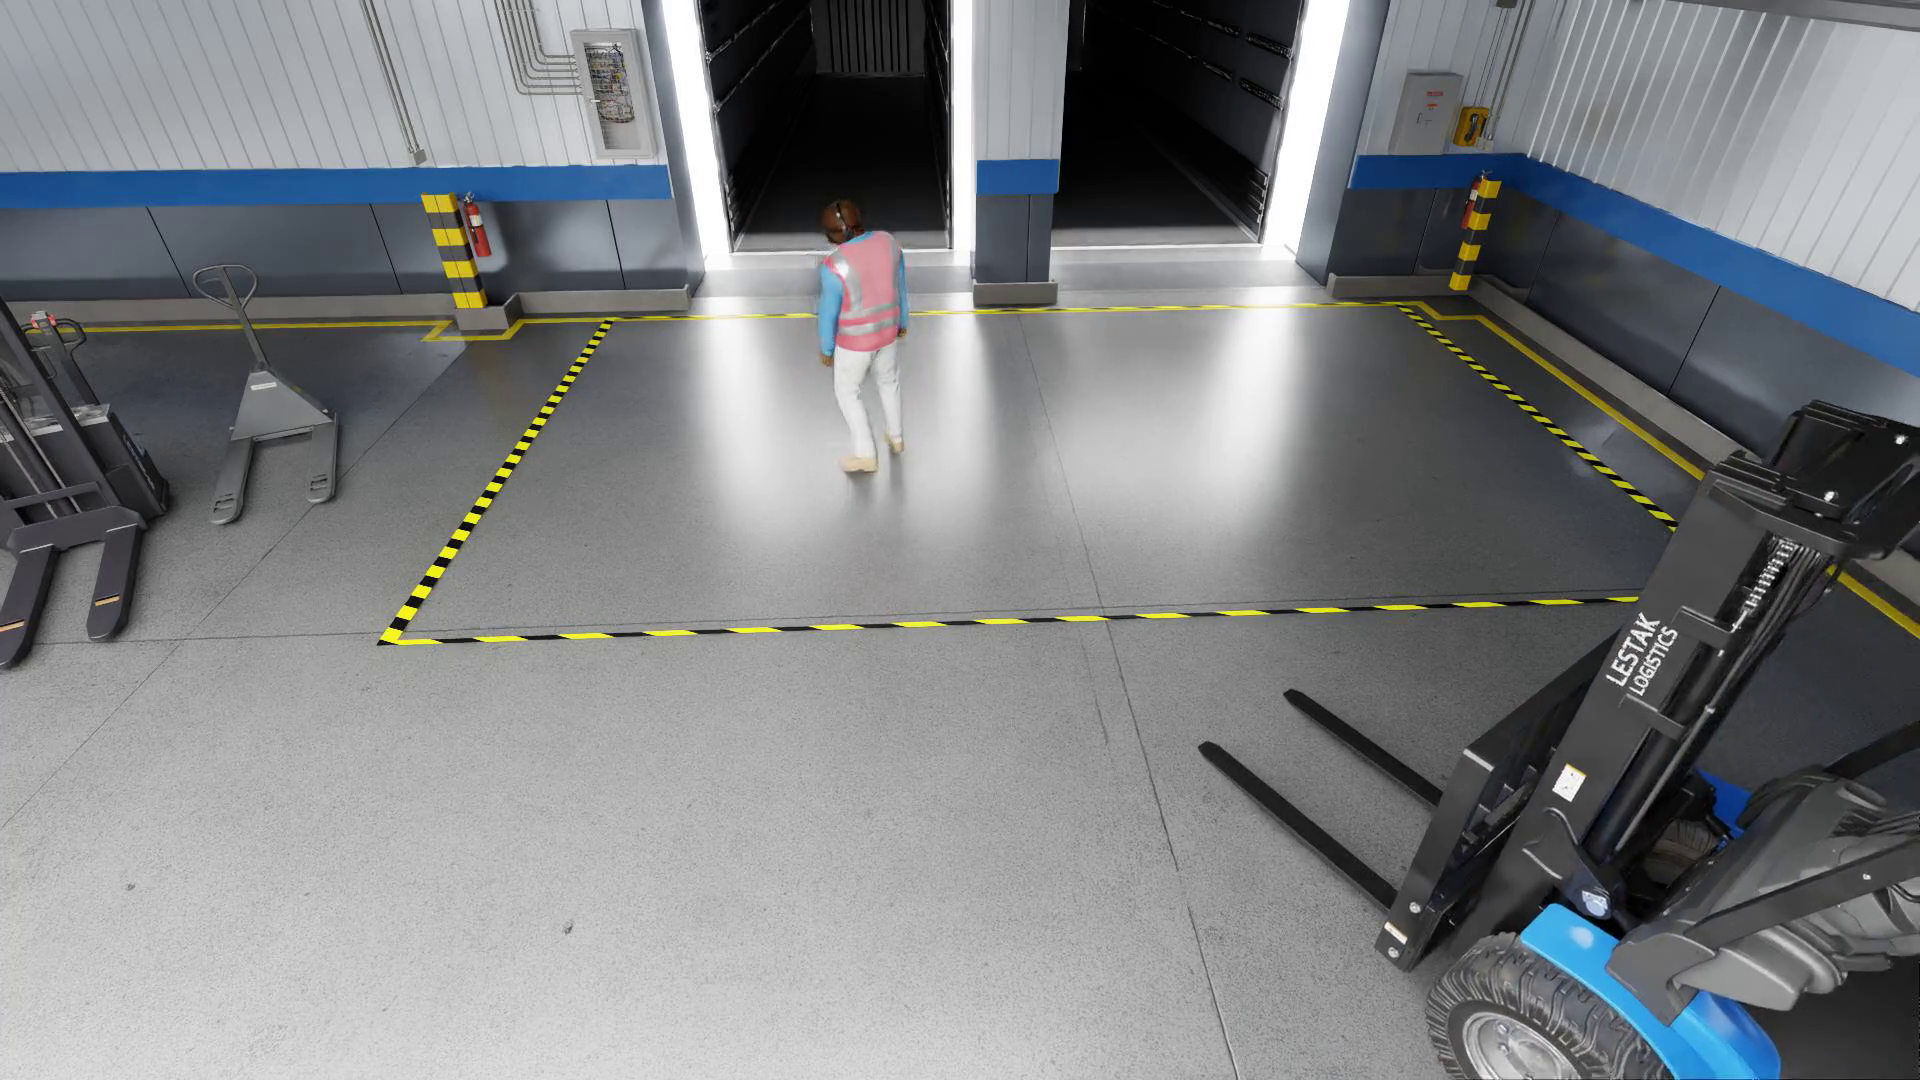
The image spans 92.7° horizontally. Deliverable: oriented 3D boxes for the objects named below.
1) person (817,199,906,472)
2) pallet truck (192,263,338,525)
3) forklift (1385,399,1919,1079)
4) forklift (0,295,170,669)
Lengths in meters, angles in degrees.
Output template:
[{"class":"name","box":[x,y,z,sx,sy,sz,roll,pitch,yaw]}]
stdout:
[{"class":"person","box":[-0.614,-1.337,6.080,0.690,1.812,0.446,-27,43,-33]},{"class":"pallet truck","box":[-4.778,-1.027,6.128,0.680,1.201,1.601,-17,38,-23]},{"class":"forklift","box":[2.704,1.108,2.087,1.157,2.036,2.680,-22,40,-28]},{"class":"forklift","box":[-5.212,-0.618,4.878,0.823,1.965,1.885,-20,39,-26]}]
